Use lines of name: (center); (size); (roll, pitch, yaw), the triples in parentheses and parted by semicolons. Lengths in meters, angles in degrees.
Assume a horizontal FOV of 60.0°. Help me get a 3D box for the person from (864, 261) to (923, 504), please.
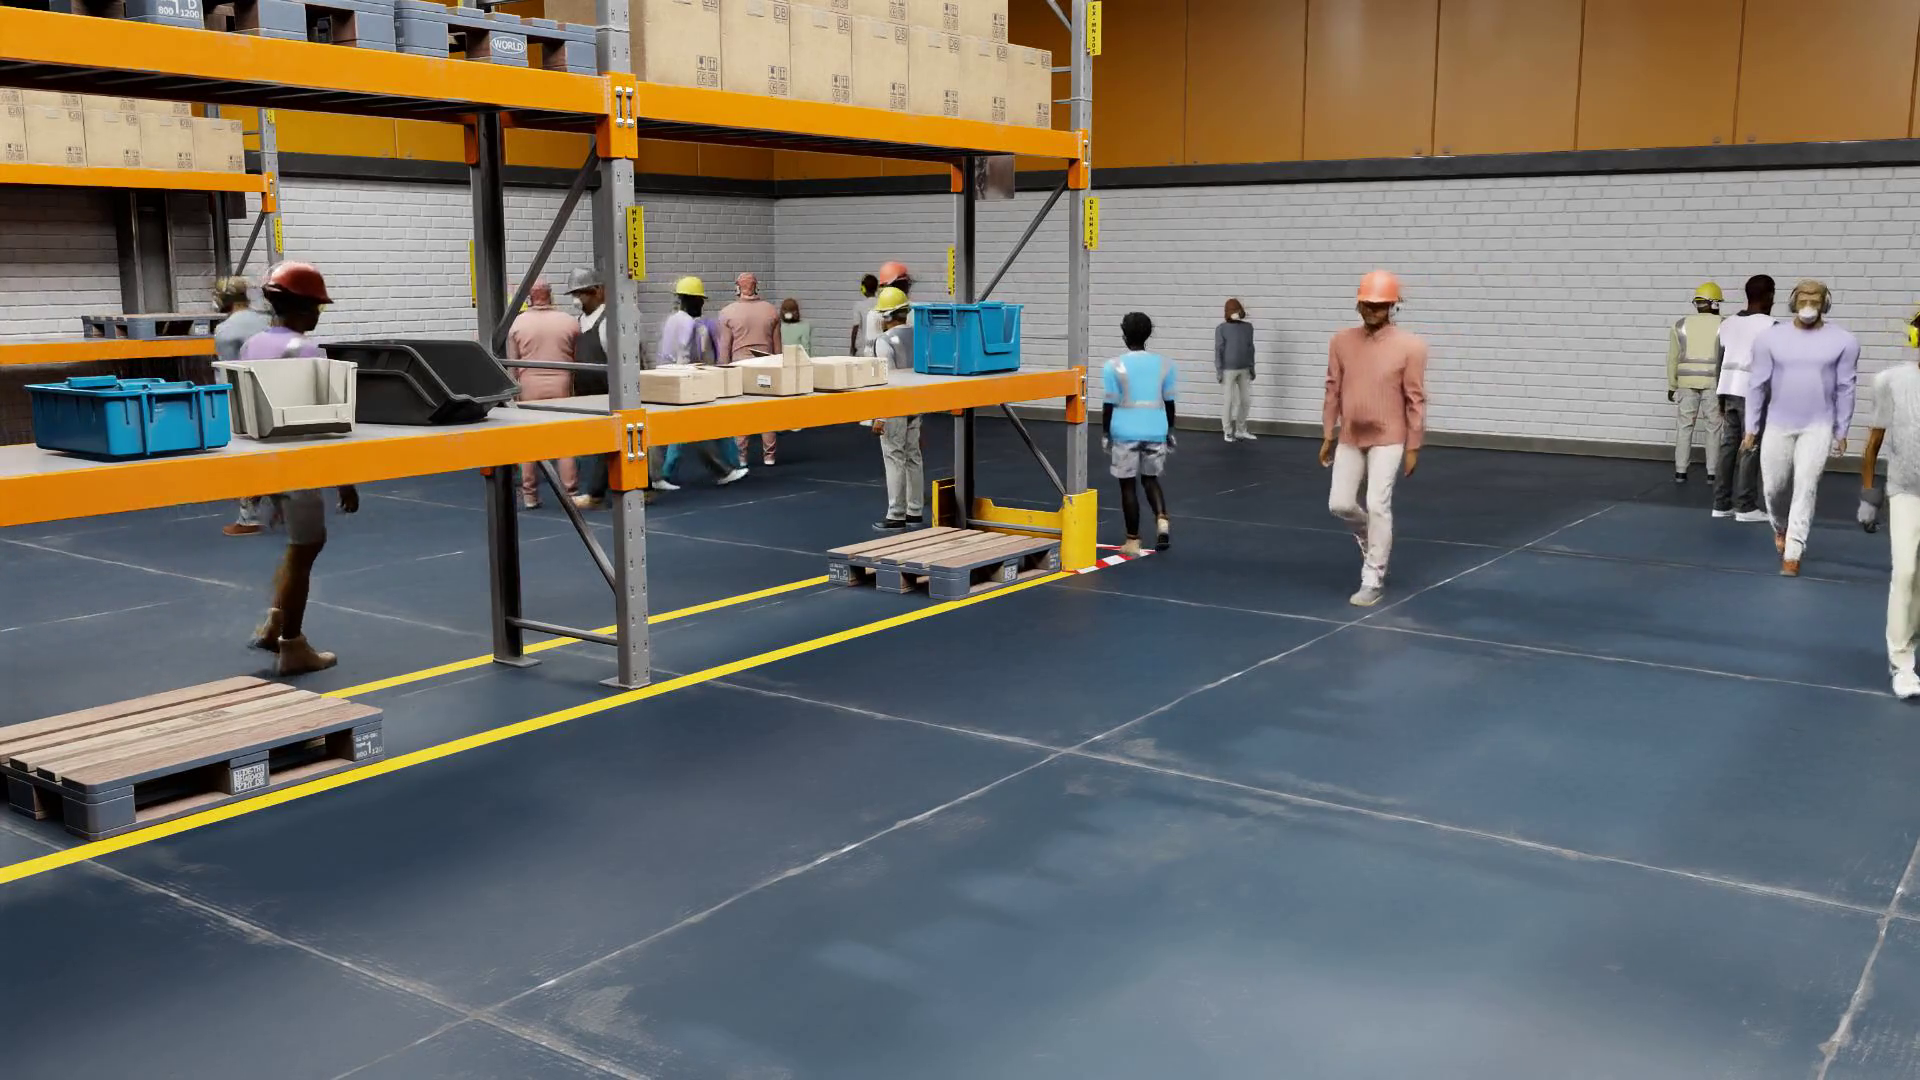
person: (-0.541, -1.309, 13.901); (0.603, 2.011, 0.767); (-7, 12, -35)

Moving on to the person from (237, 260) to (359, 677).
person: (-3.227, -0.340, 8.122); (0.624, 2.022, 0.474); (8, 12, 38)

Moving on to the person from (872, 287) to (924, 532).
person: (-0.473, -0.975, 12.474); (0.403, 1.827, 0.601); (6, 11, 31)

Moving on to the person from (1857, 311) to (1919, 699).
person: (4.500, -0.172, 7.691); (0.507, 1.836, 0.856); (3, 10, 15)

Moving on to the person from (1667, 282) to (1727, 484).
person: (6.757, -1.423, 15.145); (0.591, 1.828, 0.404); (7, 12, 34)

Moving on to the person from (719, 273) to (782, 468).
person: (-2.060, -1.651, 16.290); (0.639, 1.902, 0.407); (-4, 10, -24)

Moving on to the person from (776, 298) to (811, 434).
person: (-1.987, -2.017, 19.388); (0.510, 1.572, 0.890); (2, 10, 10)

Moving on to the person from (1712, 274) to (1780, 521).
person: (6.143, -1.105, 12.991); (0.370, 1.915, 0.596); (-3, 10, -17)

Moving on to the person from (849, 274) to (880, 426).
person: (-1.081, -2.313, 20.342); (0.585, 1.868, 0.355); (-4, 10, -21)

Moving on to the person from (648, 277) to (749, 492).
person: (-2.356, -1.369, 14.660); (0.971, 1.874, 0.600); (-5, 11, -27)

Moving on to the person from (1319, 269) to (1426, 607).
person: (2.471, -0.610, 9.864); (0.634, 1.973, 0.581); (8, 13, 40)

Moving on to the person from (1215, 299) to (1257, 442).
person: (3.113, -1.902, 18.679); (0.643, 1.604, 0.404); (-4, 10, -24)

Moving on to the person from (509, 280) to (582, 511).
person: (-3.382, -1.171, 13.588); (0.685, 1.873, 0.704); (-4, 10, -22)

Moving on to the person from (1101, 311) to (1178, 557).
person: (1.221, -0.710, 11.324); (0.532, 1.682, 0.384); (-3, 10, -16)

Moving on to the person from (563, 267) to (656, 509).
person: (-2.926, -1.277, 13.643); (0.932, 2.000, 0.700); (-7, 12, -37)

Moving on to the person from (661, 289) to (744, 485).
person: (-2.376, -1.374, 14.961); (0.949, 1.794, 0.557); (-6, 11, -34)

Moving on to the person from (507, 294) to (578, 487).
person: (-3.830, -1.337, 14.901); (0.521, 1.734, 0.781); (7, 12, 37)

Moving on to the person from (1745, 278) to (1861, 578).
person: (5.478, -0.747, 10.860); (0.641, 1.919, 0.796); (5, 11, 29)

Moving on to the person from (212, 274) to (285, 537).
person: (-5.222, -0.970, 12.155); (0.469, 1.927, 0.654); (0, 10, 3)
